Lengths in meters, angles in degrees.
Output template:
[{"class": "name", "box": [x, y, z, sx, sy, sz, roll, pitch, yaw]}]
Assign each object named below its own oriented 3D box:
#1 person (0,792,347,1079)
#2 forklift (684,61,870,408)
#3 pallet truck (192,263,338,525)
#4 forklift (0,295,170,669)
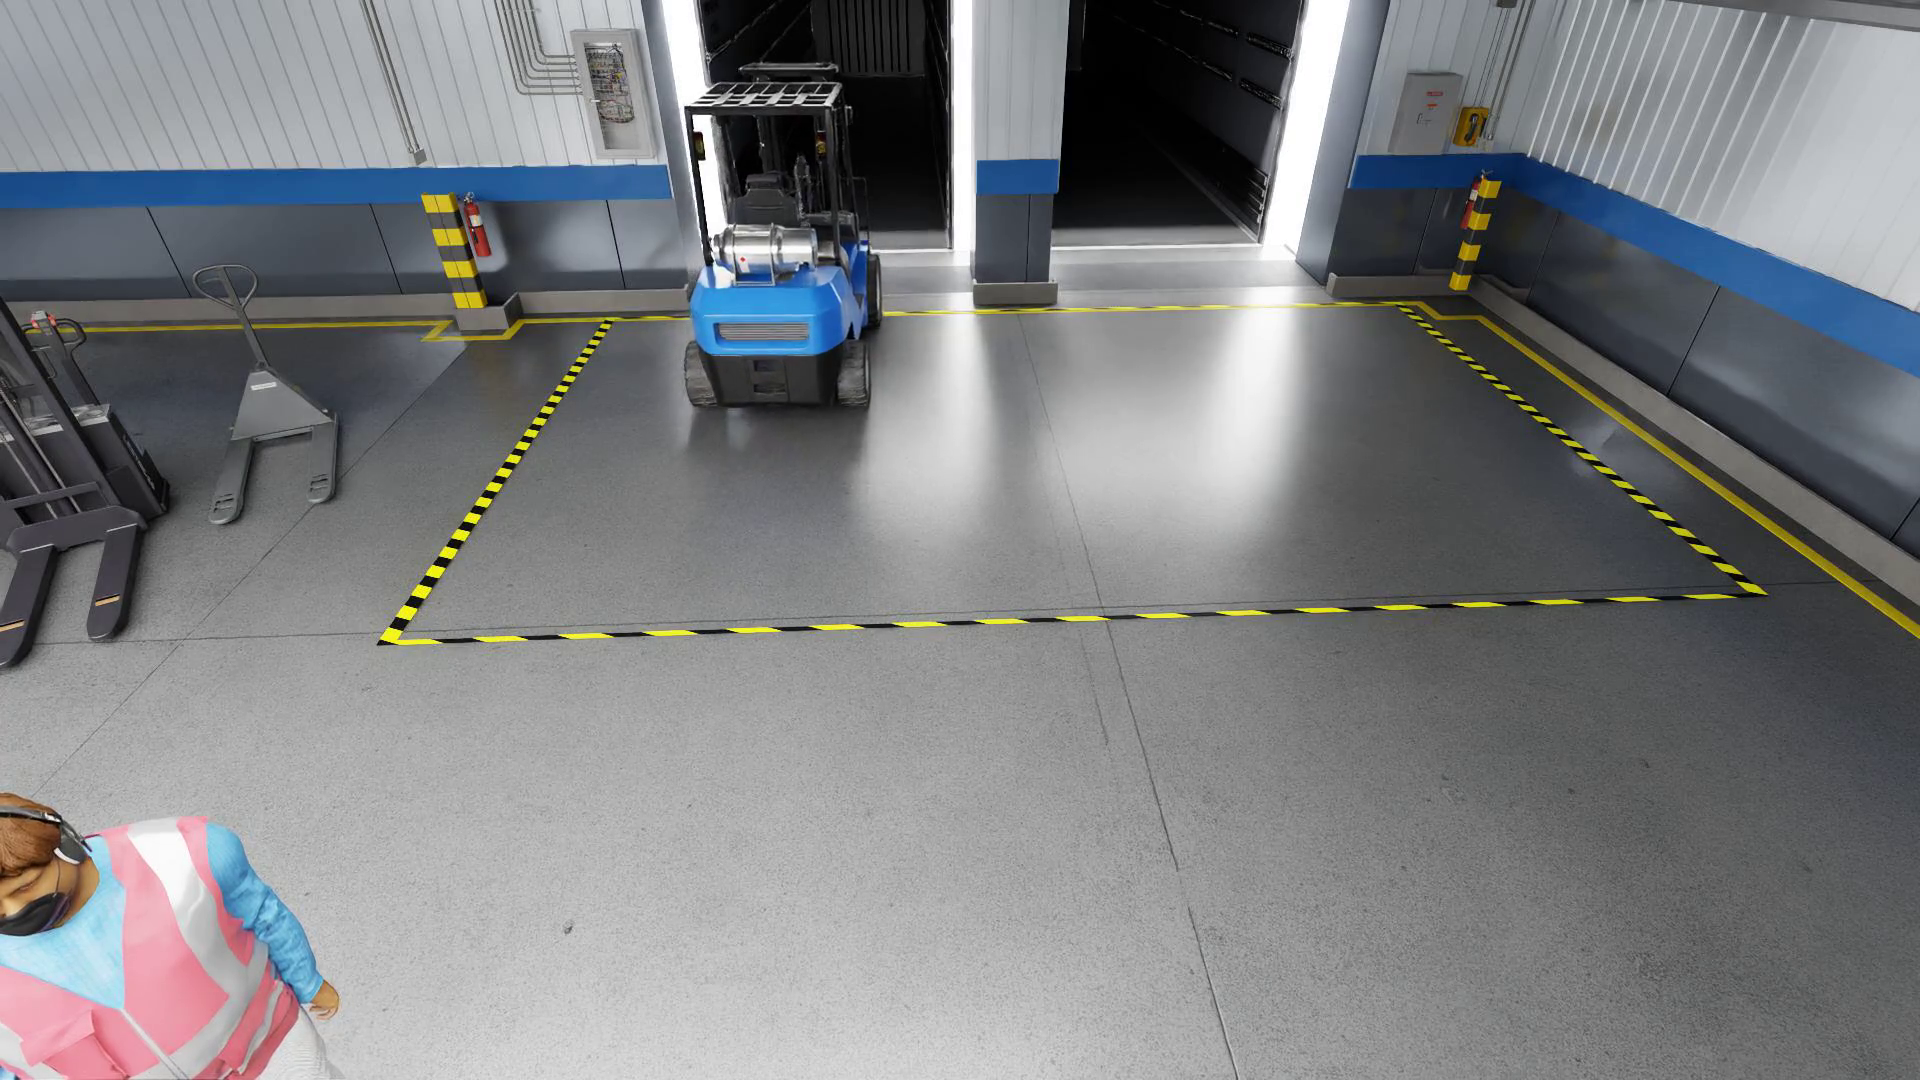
[{"class": "person", "box": [-1.904, 1.289, 2.275, 0.429, 1.840, 0.632, 26, 43, 32]}, {"class": "forklift", "box": [-1.393, -2.519, 7.294, 1.157, 2.036, 2.680, 0, 35, 0]}, {"class": "pallet truck", "box": [-4.778, -1.027, 6.128, 0.680, 1.201, 1.601, -17, 38, -23]}, {"class": "forklift", "box": [-5.212, -0.618, 4.878, 0.823, 1.965, 1.885, -20, 39, -26]}]
